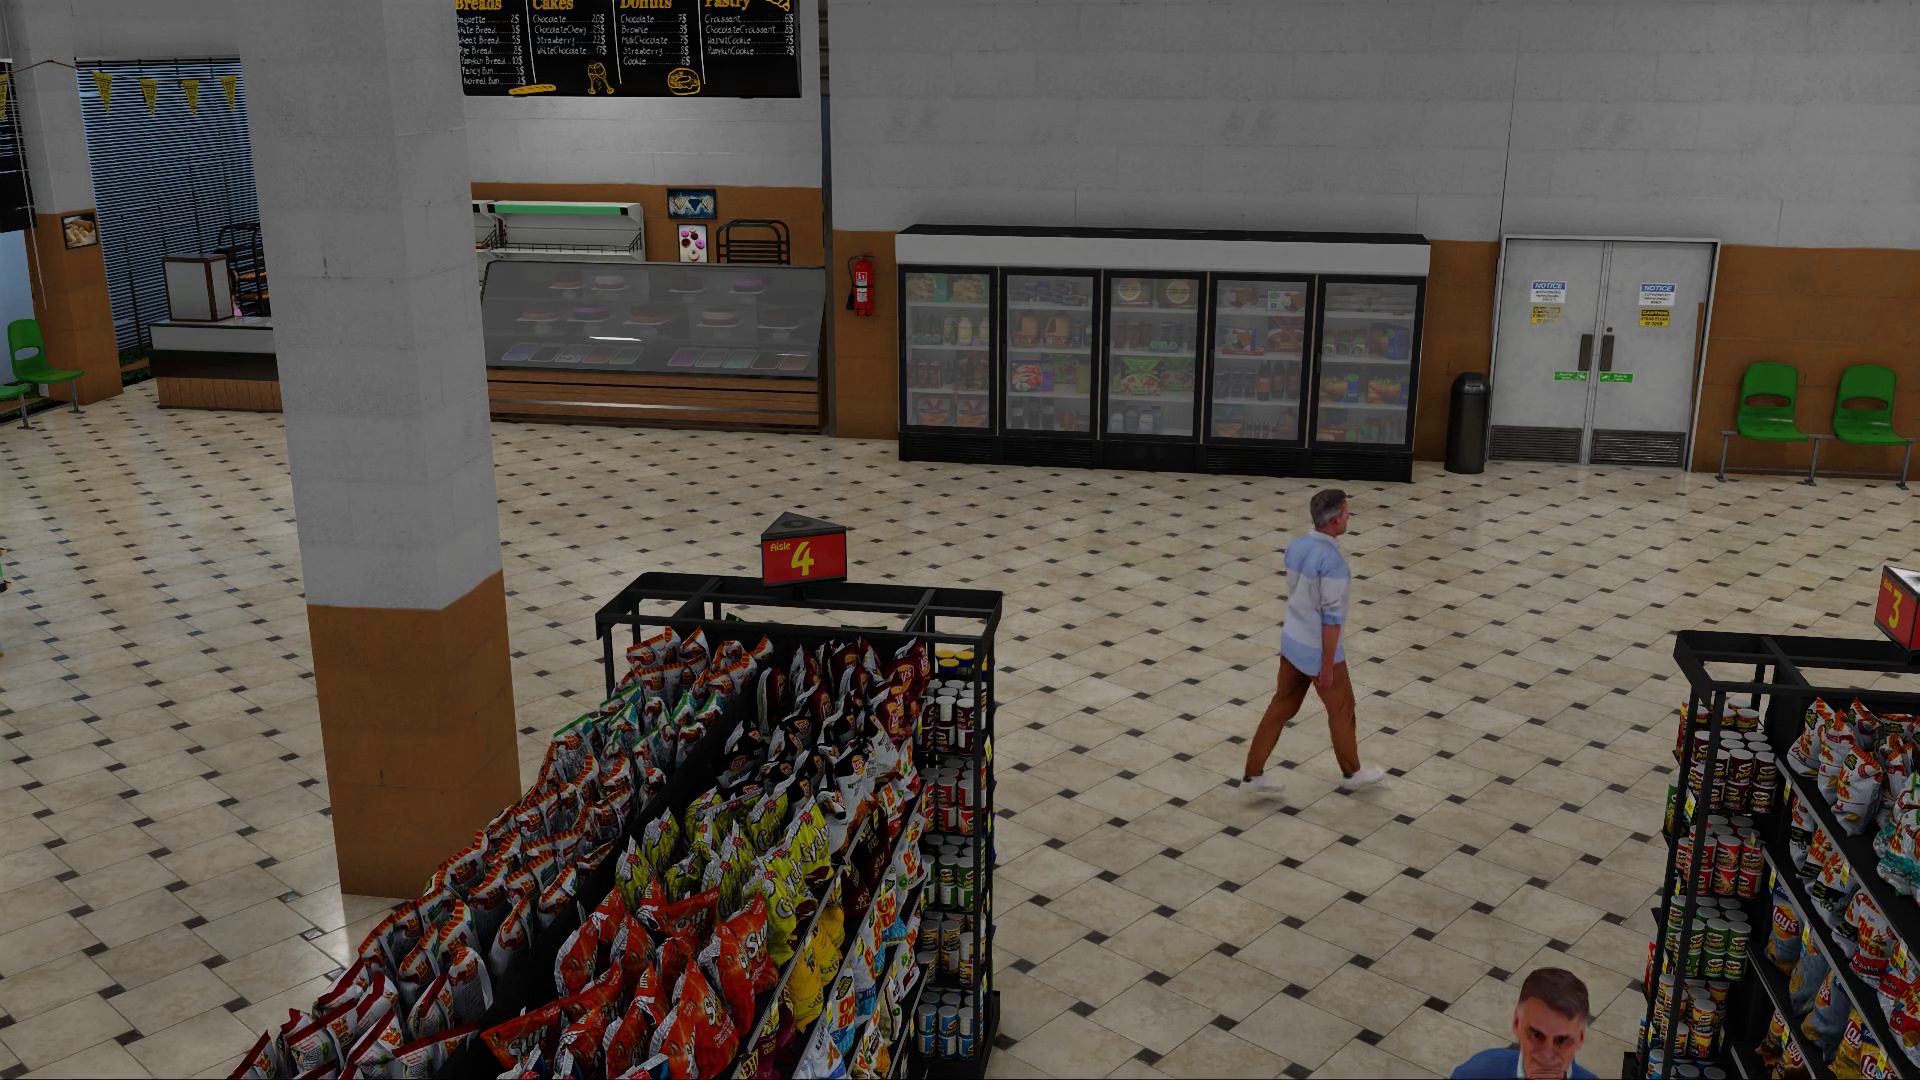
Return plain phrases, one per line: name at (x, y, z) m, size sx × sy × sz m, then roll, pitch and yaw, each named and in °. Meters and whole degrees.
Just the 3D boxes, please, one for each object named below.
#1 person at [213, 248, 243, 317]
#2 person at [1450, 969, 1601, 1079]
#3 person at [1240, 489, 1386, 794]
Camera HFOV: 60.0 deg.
person at (-8.851, -2.677, 20.176) m, size 0.669 × 1.743 × 0.507 m, roll 0°, pitch 17°, yaw -1°
person at (1.561, 1.998, 4.652) m, size 0.693 × 1.817 × 0.635 m, roll 6°, pitch 18°, yaw 20°
person at (1.890, 0.622, 9.241) m, size 1.149 × 1.783 × 1.195 m, roll -7°, pitch 18°, yaw -21°
